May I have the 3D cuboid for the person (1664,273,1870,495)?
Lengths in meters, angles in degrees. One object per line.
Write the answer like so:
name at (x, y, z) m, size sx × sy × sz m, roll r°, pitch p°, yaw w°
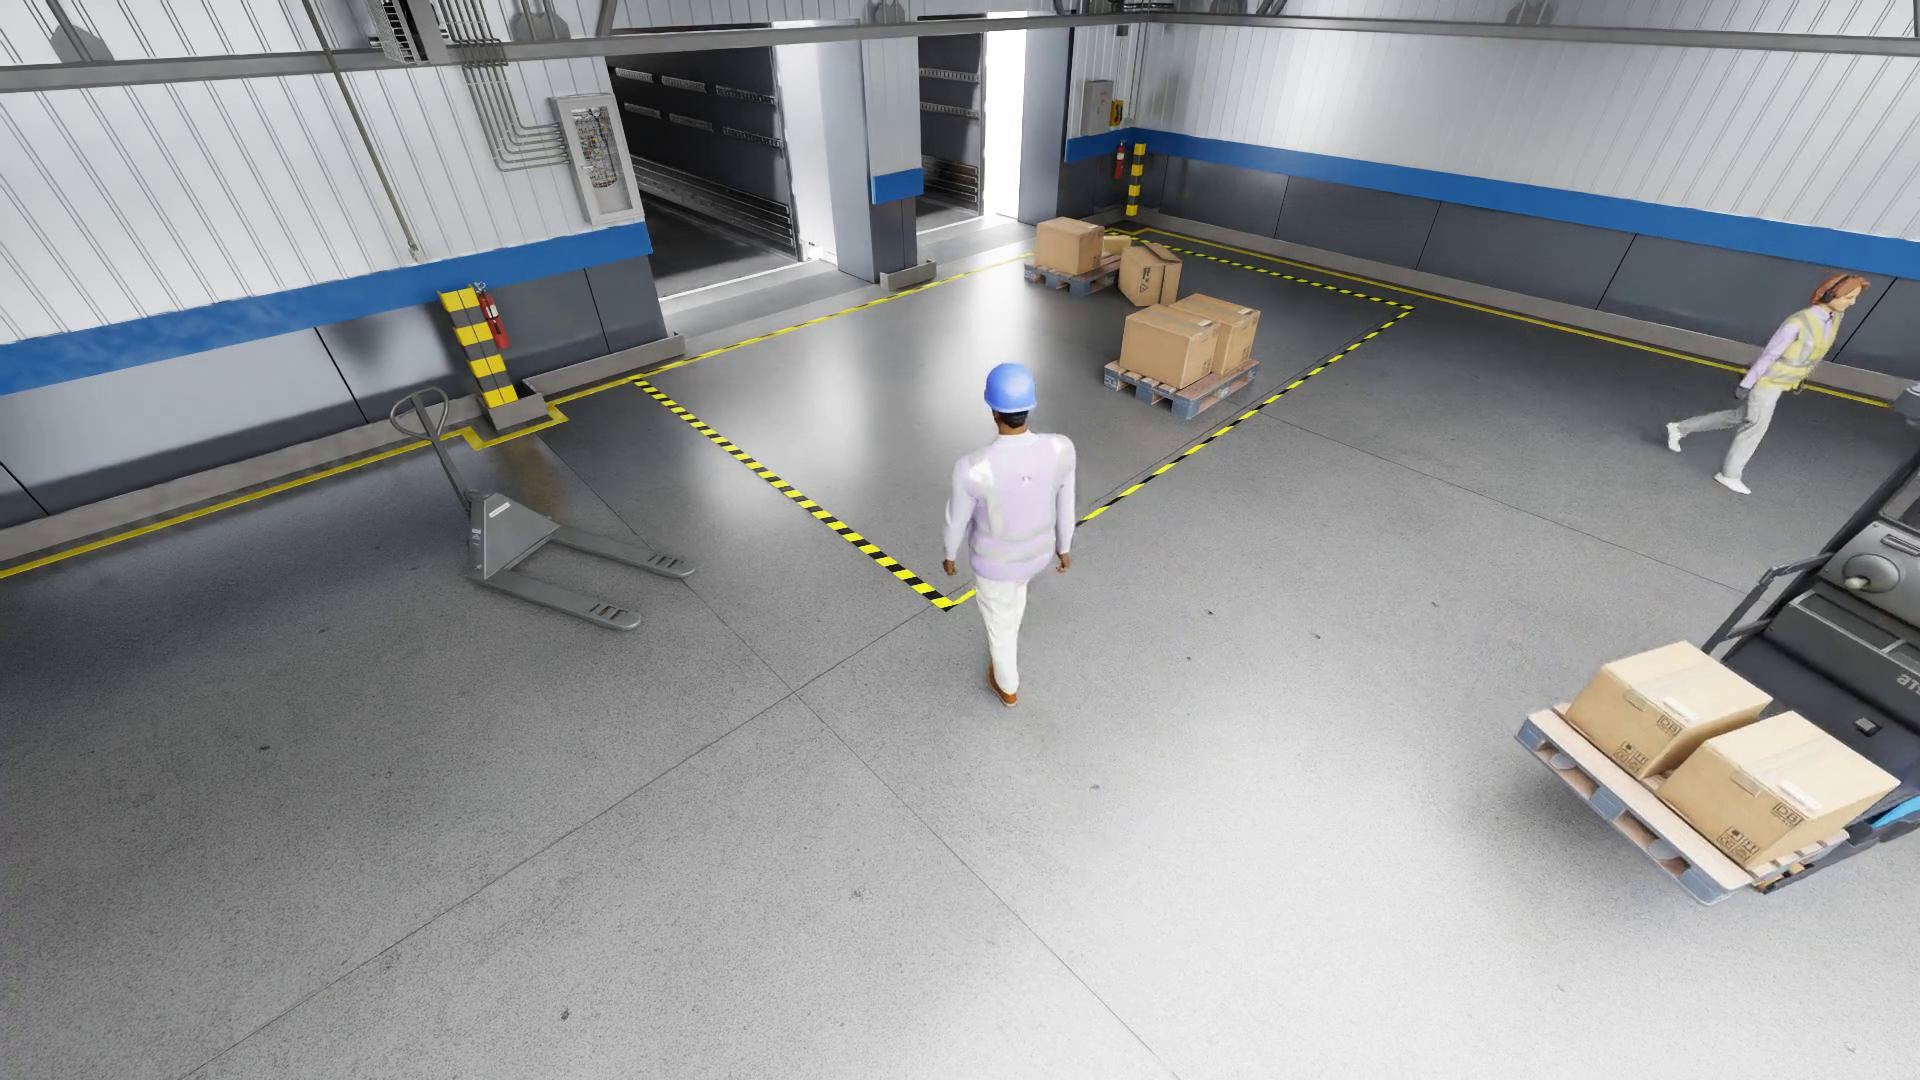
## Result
person at (6.057, -1.210, 5.531) m, size 0.510 × 1.610 × 0.782 m, roll -15°, pitch 40°, yaw -18°

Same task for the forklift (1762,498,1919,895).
forklift at (4.213, 0.395, 3.107) m, size 0.776 × 2.013 × 0.716 m, roll -11°, pitch 39°, yaw -14°

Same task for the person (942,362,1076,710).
person at (0.205, 0.002, 3.703) m, size 0.643 × 1.926 × 0.623 m, roll -14°, pitch 40°, yaw -17°

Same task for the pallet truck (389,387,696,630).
pallet truck at (-2.613, -0.247, 4.593) m, size 1.601 × 1.201 × 0.680 m, roll 14°, pitch 40°, yaw 17°
